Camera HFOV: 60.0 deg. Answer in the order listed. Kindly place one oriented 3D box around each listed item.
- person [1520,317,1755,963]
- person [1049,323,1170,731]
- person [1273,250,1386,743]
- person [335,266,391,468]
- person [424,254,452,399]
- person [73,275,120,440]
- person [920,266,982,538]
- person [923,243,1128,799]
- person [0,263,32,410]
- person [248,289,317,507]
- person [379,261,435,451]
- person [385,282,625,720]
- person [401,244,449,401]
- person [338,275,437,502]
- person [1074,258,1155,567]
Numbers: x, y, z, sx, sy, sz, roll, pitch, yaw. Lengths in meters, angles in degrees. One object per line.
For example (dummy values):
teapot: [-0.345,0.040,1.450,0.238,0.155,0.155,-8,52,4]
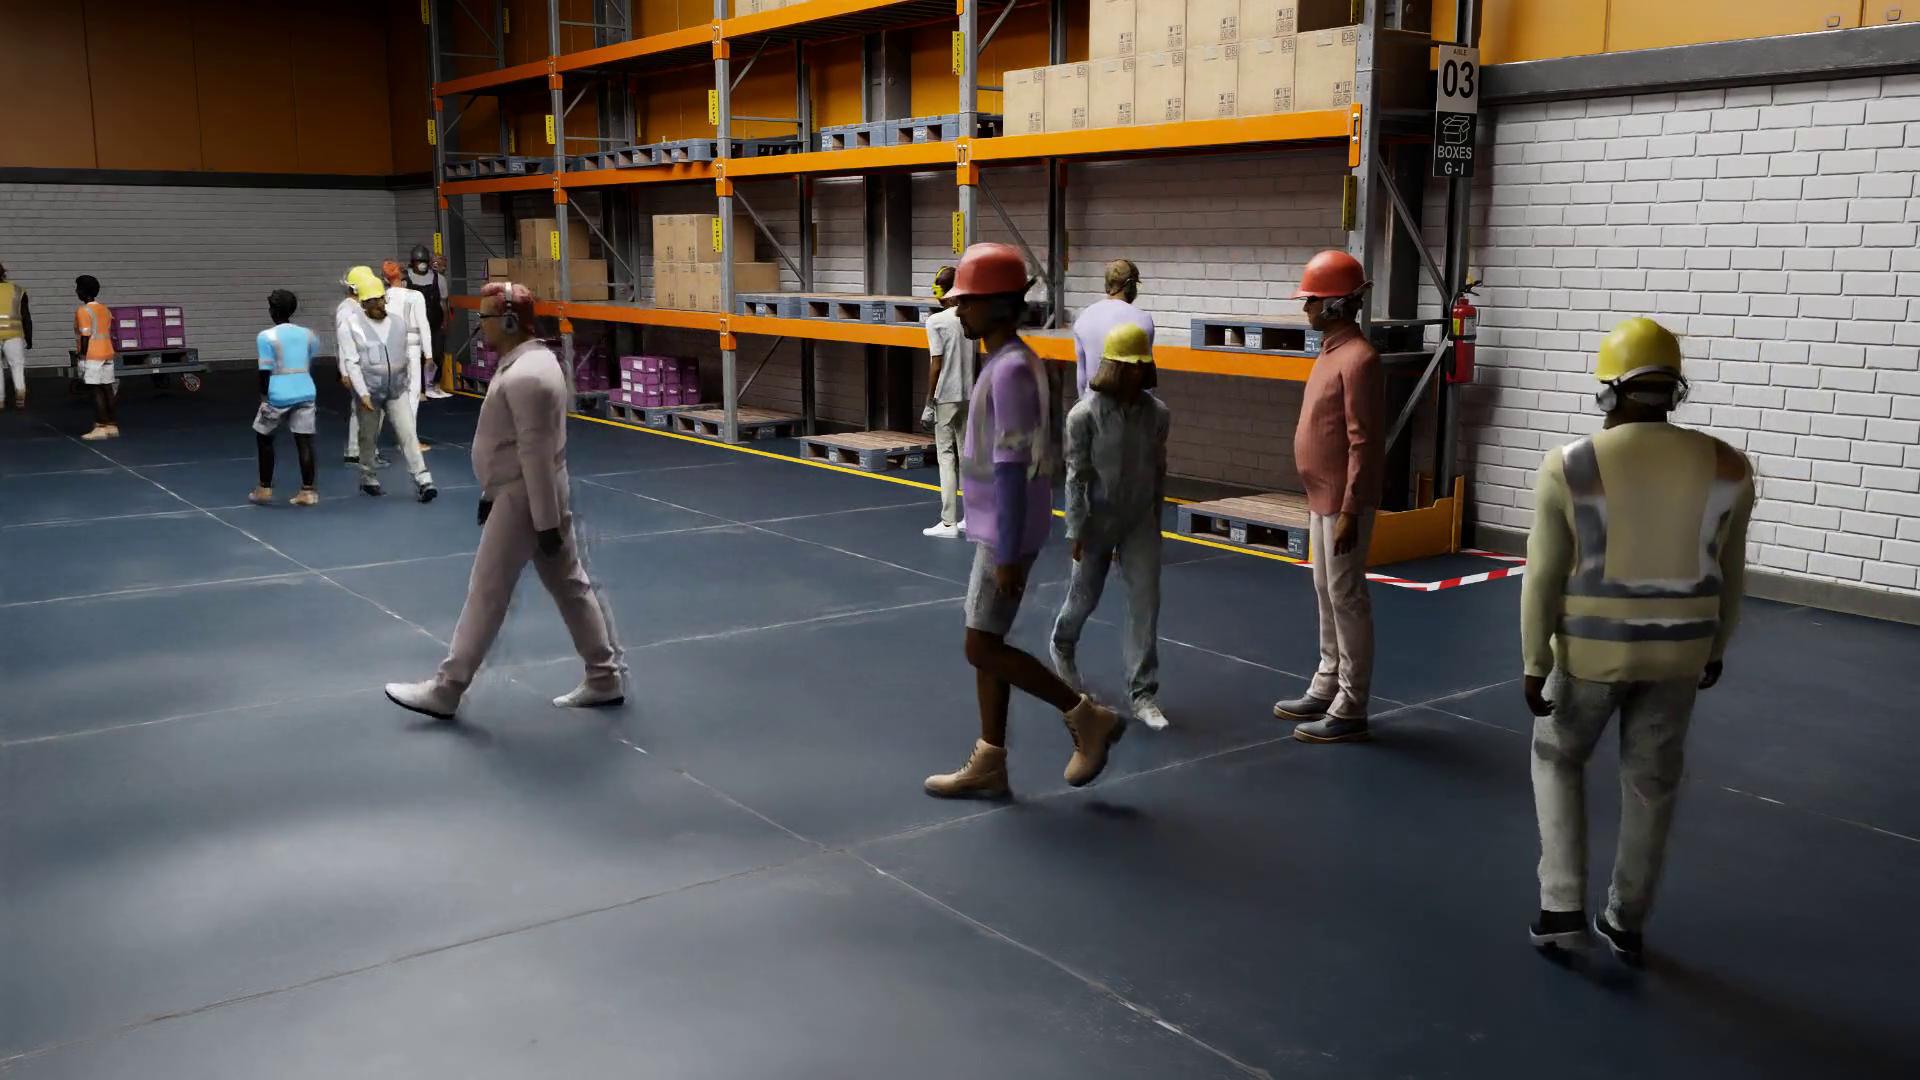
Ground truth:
person: [1.854,0.302,4.609,0.617,1.822,0.423,1,10,6]
person: [0.639,-0.098,7.207,0.499,1.700,0.879,-4,11,-19]
person: [1.523,-0.169,6.773,0.391,1.991,0.612,0,10,0]
person: [-5.322,-1.546,14.979,0.575,1.810,0.628,0,10,-3]
person: [-6.891,-2.781,21.705,0.469,1.886,0.688,-3,11,-16]
person: [-8.948,-1.884,17.205,0.318,1.696,0.537,0,10,1]
person: [-0.056,-0.944,11.470,0.533,1.864,0.310,-9,14,-43]
person: [0.224,-0.038,5.942,0.638,2.024,0.626,0,10,0]
person: [-11.649,-2.483,20.257,0.635,1.816,0.865,-7,12,-35]
person: [-5.239,-1.089,12.829,0.699,1.666,0.540,6,12,32]
person: [-5.496,-1.790,16.282,0.656,1.848,0.556,1,10,8]
person: [-1.931,-0.156,7.089,0.994,1.856,0.647,-1,10,-5]
person: [-6.923,-2.806,21.404,0.685,2.000,0.636,-5,11,-25]
person: [-4.493,-1.164,12.953,0.586,1.770,0.925,-9,13,-40]
person: [0.980,-0.798,10.470,0.361,1.932,0.630,-9,13,-41]
